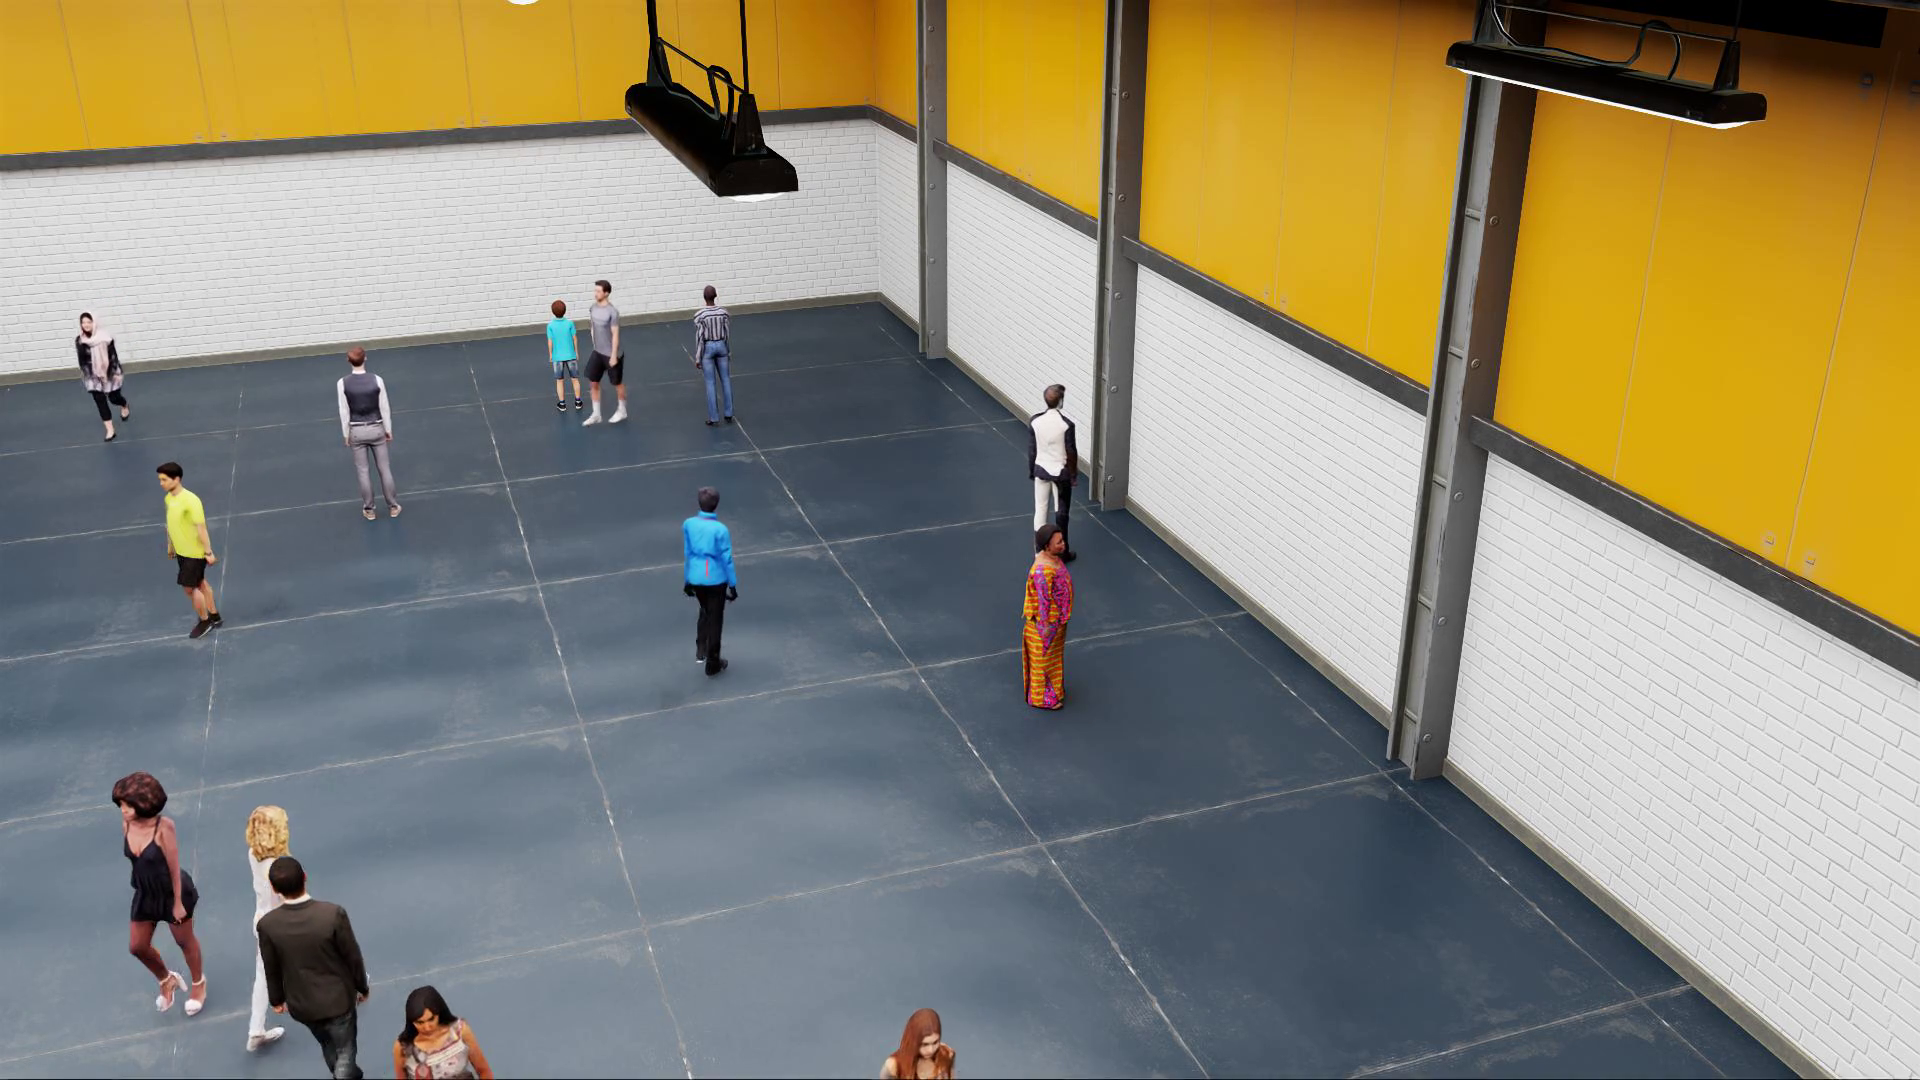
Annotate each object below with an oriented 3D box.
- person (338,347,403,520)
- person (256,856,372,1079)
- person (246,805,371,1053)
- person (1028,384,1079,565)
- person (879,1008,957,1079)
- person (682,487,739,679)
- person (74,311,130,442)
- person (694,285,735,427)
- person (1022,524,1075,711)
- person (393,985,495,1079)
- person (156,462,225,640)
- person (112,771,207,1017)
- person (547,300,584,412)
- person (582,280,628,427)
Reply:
[{"bbox_3d":[-6.440,-1.171,18.059,0.660,1.935,0.540,-9,25,-20],"label":"person"},{"bbox_3d":[-3.662,2.664,9.504,0.859,1.762,1.113,-2,24,-5],"label":"person"},{"bbox_3d":[-4.264,2.414,10.244,1.095,1.628,1.052,16,28,32],"label":"person"},{"bbox_3d":[0.946,-0.672,16.974,0.767,1.891,0.828,11,26,23],"label":"person"},{"bbox_3d":[-0.262,3.064,8.661,0.654,1.703,0.675,-12,26,-26],"label":"person"},{"bbox_3d":[-2.269,0.401,14.656,0.763,1.782,0.818,10,25,21],"label":"person"},{"bbox_3d":[-10.540,-2.054,20.477,0.760,1.616,0.996,-3,24,-6],"label":"person"},{"bbox_3d":[-3.082,-2.313,20.848,0.678,1.794,0.630,-16,28,-32],"label":"person"},{"bbox_3d":[0.770,0.620,14.278,0.825,1.683,0.739,3,24,8],"label":"person"},{"bbox_3d":[-2.779,3.008,8.934,0.800,1.587,1.225,-15,28,-30],"label":"person"},{"bbox_3d":[-7.134,0.050,15.568,0.772,1.695,0.855,16,29,33],"label":"person"},{"bbox_3d":[-4.984,2.210,10.523,0.692,1.778,0.751,4,24,9],"label":"person"},{"bbox_3d":[-5.111,-2.394,21.466,0.519,1.448,0.481,-7,25,-16],"label":"person"},{"bbox_3d":[-4.363,-2.378,20.923,0.993,1.854,1.024,15,28,31],"label":"person"}]
